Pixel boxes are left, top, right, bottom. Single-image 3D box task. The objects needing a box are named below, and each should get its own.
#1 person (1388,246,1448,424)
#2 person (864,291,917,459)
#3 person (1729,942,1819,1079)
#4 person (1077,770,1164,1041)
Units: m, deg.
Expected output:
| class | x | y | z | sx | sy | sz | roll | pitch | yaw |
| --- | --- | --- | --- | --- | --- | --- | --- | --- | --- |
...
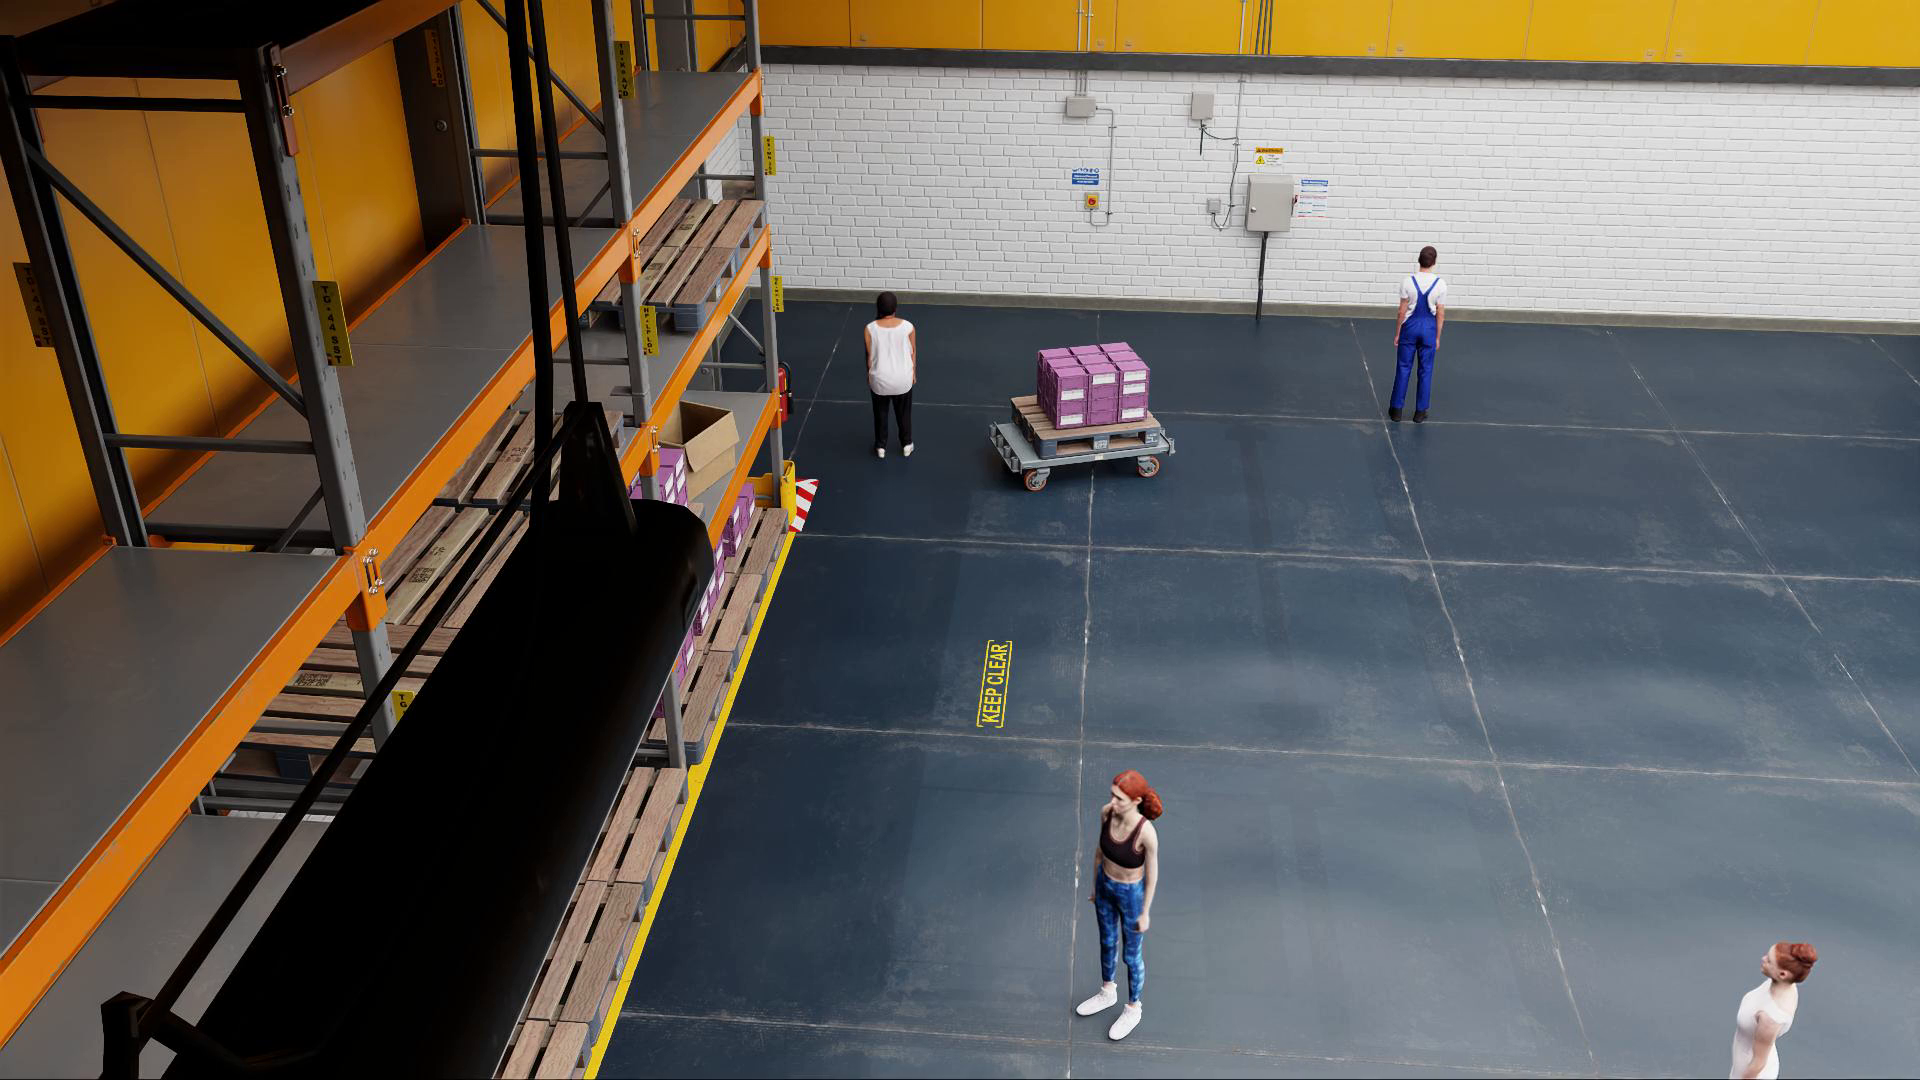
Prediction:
| class | x | y | z | sx | sy | sz | roll | pitch | yaw |
| --- | --- | --- | --- | --- | --- | --- | --- | --- | --- |
| person | 4.663 | -2.098 | 16.945 | 0.658 | 1.850 | 0.615 | 7 | 29 | 13 |
| person | -0.684 | -1.625 | 16.247 | 0.677 | 1.687 | 0.638 | -1 | 29 | -3 |
| person | 3.940 | 2.671 | 8.261 | 0.696 | 1.793 | 0.560 | 16 | 33 | 27 |
| person | 0.915 | 2.046 | 9.416 | 0.743 | 1.785 | 0.687 | -24 | 36 | -36 |
